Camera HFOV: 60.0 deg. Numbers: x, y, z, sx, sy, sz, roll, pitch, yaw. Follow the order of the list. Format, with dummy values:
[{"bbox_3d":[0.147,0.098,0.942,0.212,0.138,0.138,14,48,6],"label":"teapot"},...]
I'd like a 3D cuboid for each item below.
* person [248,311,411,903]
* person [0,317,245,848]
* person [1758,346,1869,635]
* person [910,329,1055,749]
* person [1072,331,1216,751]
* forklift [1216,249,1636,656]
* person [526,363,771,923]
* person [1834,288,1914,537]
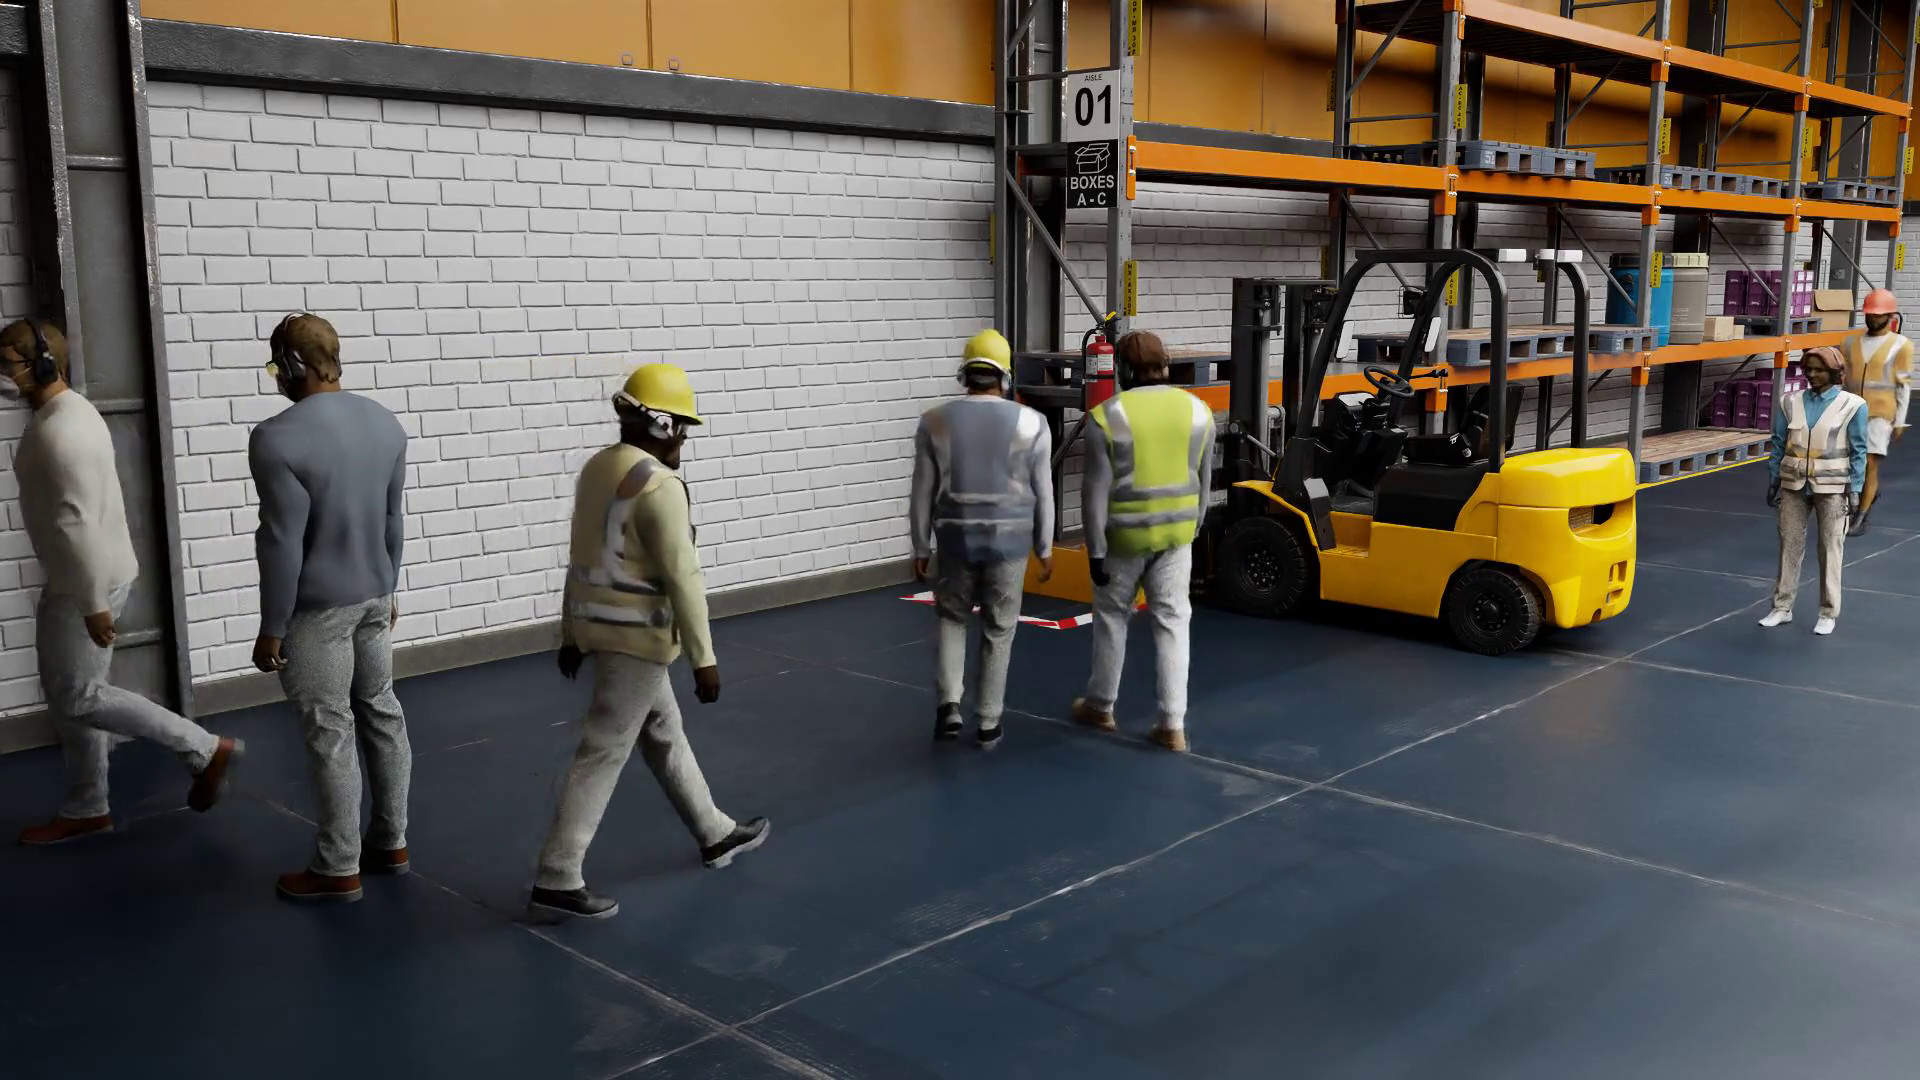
[{"bbox_3d":[-2.070,0.223,5.474,0.372,1.934,0.627,3,10,20],"label":"person"},{"bbox_3d":[-3.026,0.162,5.934,0.670,1.919,0.625,-4,10,-25],"label":"person"},{"bbox_3d":[4.864,-0.281,9.470,0.311,1.636,0.523,-8,12,-40],"label":"person"},{"bbox_3d":[0.100,0.010,7.121,0.612,1.813,0.404,1,9,7],"label":"person"},{"bbox_3d":[0.797,-0.007,7.316,0.648,1.812,0.765,-3,10,-17],"label":"person"},{"bbox_3d":[2.710,-0.584,9.626,2.313,2.155,1.214,9,13,43],"label":"forklift"},{"bbox_3d":[-1.036,0.316,5.435,0.964,1.765,0.658,-6,11,-34],"label":"person"},{"bbox_3d":[7.090,-0.994,12.955,0.606,1.924,0.571,-8,12,-40],"label":"person"}]
